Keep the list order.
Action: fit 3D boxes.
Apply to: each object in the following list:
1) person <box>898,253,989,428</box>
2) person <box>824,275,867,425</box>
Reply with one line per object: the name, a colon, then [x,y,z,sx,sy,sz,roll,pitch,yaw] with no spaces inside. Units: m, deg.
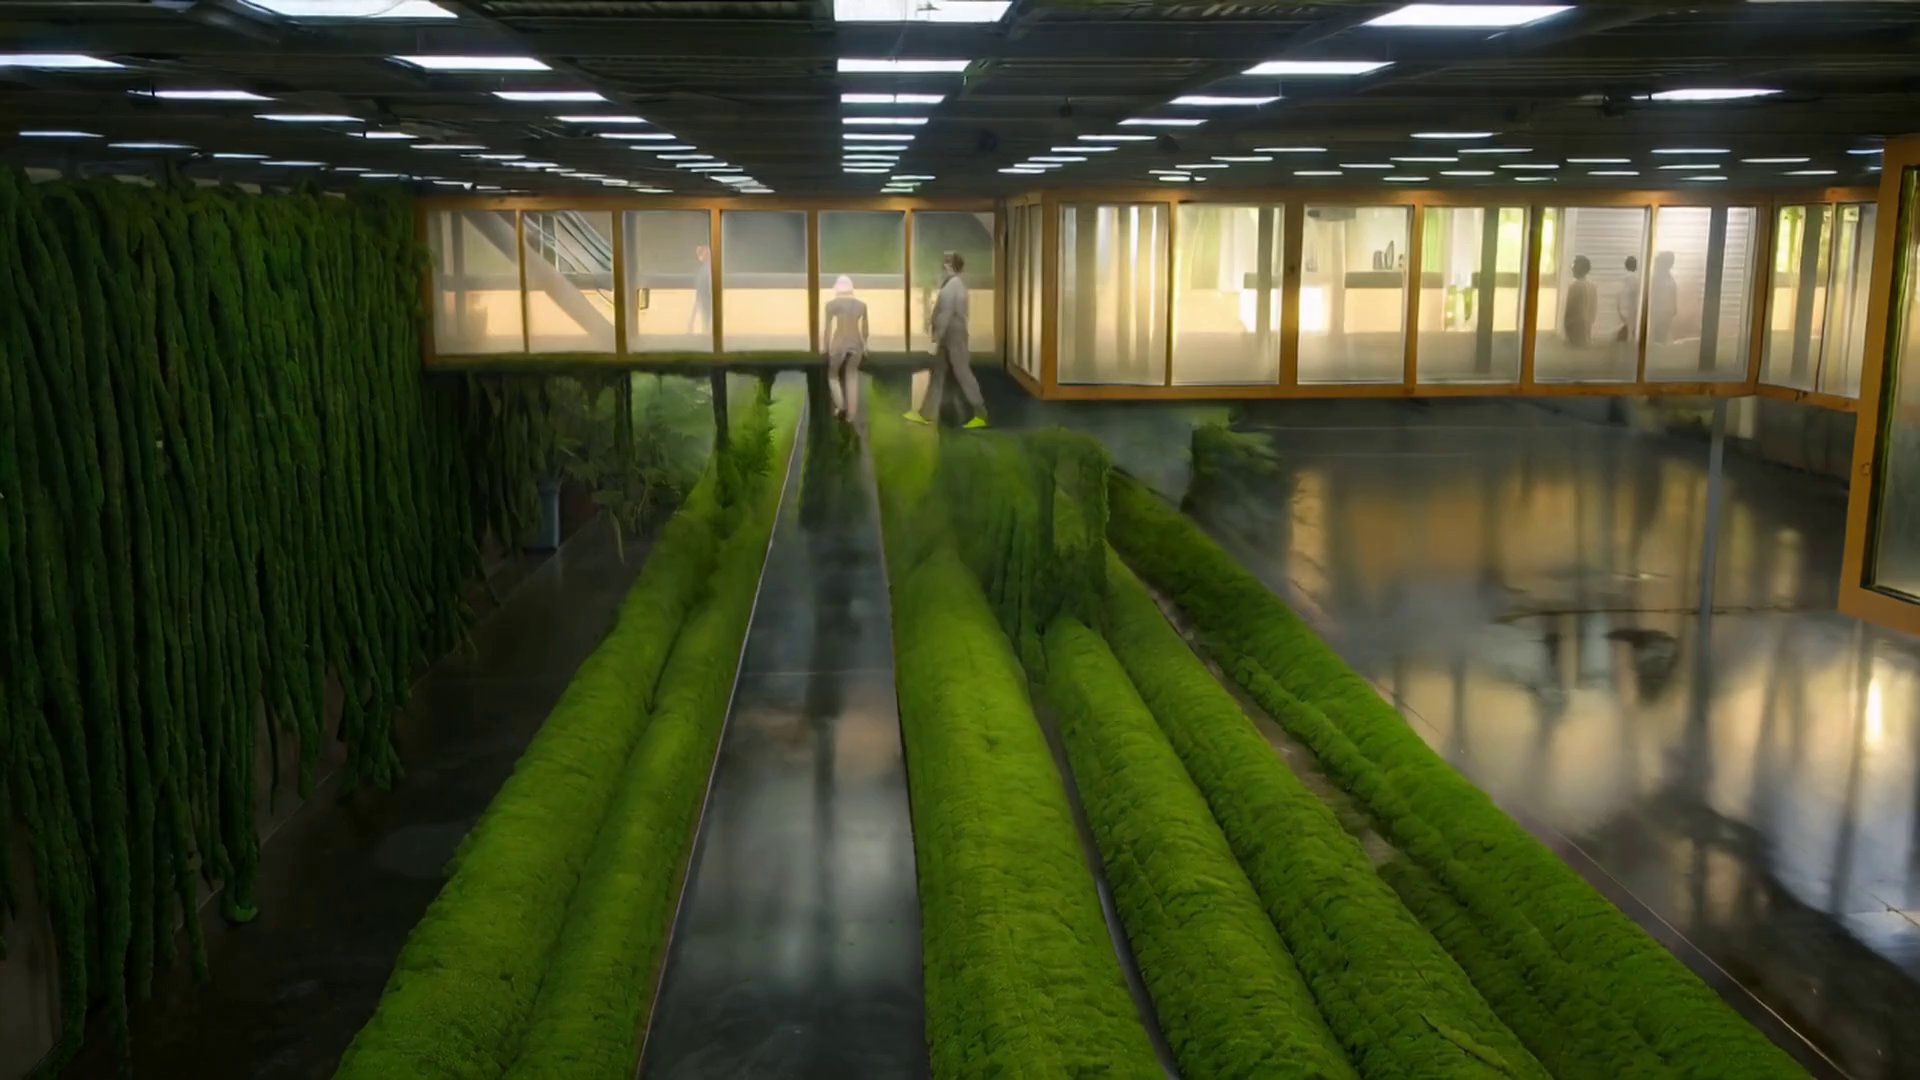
person: [-0.145,-2.107,17.703,0.992,1.851,0.638,-1,11,-3]
person: [-1.245,-2.056,18.066,0.516,1.617,0.486,-4,11,-20]
